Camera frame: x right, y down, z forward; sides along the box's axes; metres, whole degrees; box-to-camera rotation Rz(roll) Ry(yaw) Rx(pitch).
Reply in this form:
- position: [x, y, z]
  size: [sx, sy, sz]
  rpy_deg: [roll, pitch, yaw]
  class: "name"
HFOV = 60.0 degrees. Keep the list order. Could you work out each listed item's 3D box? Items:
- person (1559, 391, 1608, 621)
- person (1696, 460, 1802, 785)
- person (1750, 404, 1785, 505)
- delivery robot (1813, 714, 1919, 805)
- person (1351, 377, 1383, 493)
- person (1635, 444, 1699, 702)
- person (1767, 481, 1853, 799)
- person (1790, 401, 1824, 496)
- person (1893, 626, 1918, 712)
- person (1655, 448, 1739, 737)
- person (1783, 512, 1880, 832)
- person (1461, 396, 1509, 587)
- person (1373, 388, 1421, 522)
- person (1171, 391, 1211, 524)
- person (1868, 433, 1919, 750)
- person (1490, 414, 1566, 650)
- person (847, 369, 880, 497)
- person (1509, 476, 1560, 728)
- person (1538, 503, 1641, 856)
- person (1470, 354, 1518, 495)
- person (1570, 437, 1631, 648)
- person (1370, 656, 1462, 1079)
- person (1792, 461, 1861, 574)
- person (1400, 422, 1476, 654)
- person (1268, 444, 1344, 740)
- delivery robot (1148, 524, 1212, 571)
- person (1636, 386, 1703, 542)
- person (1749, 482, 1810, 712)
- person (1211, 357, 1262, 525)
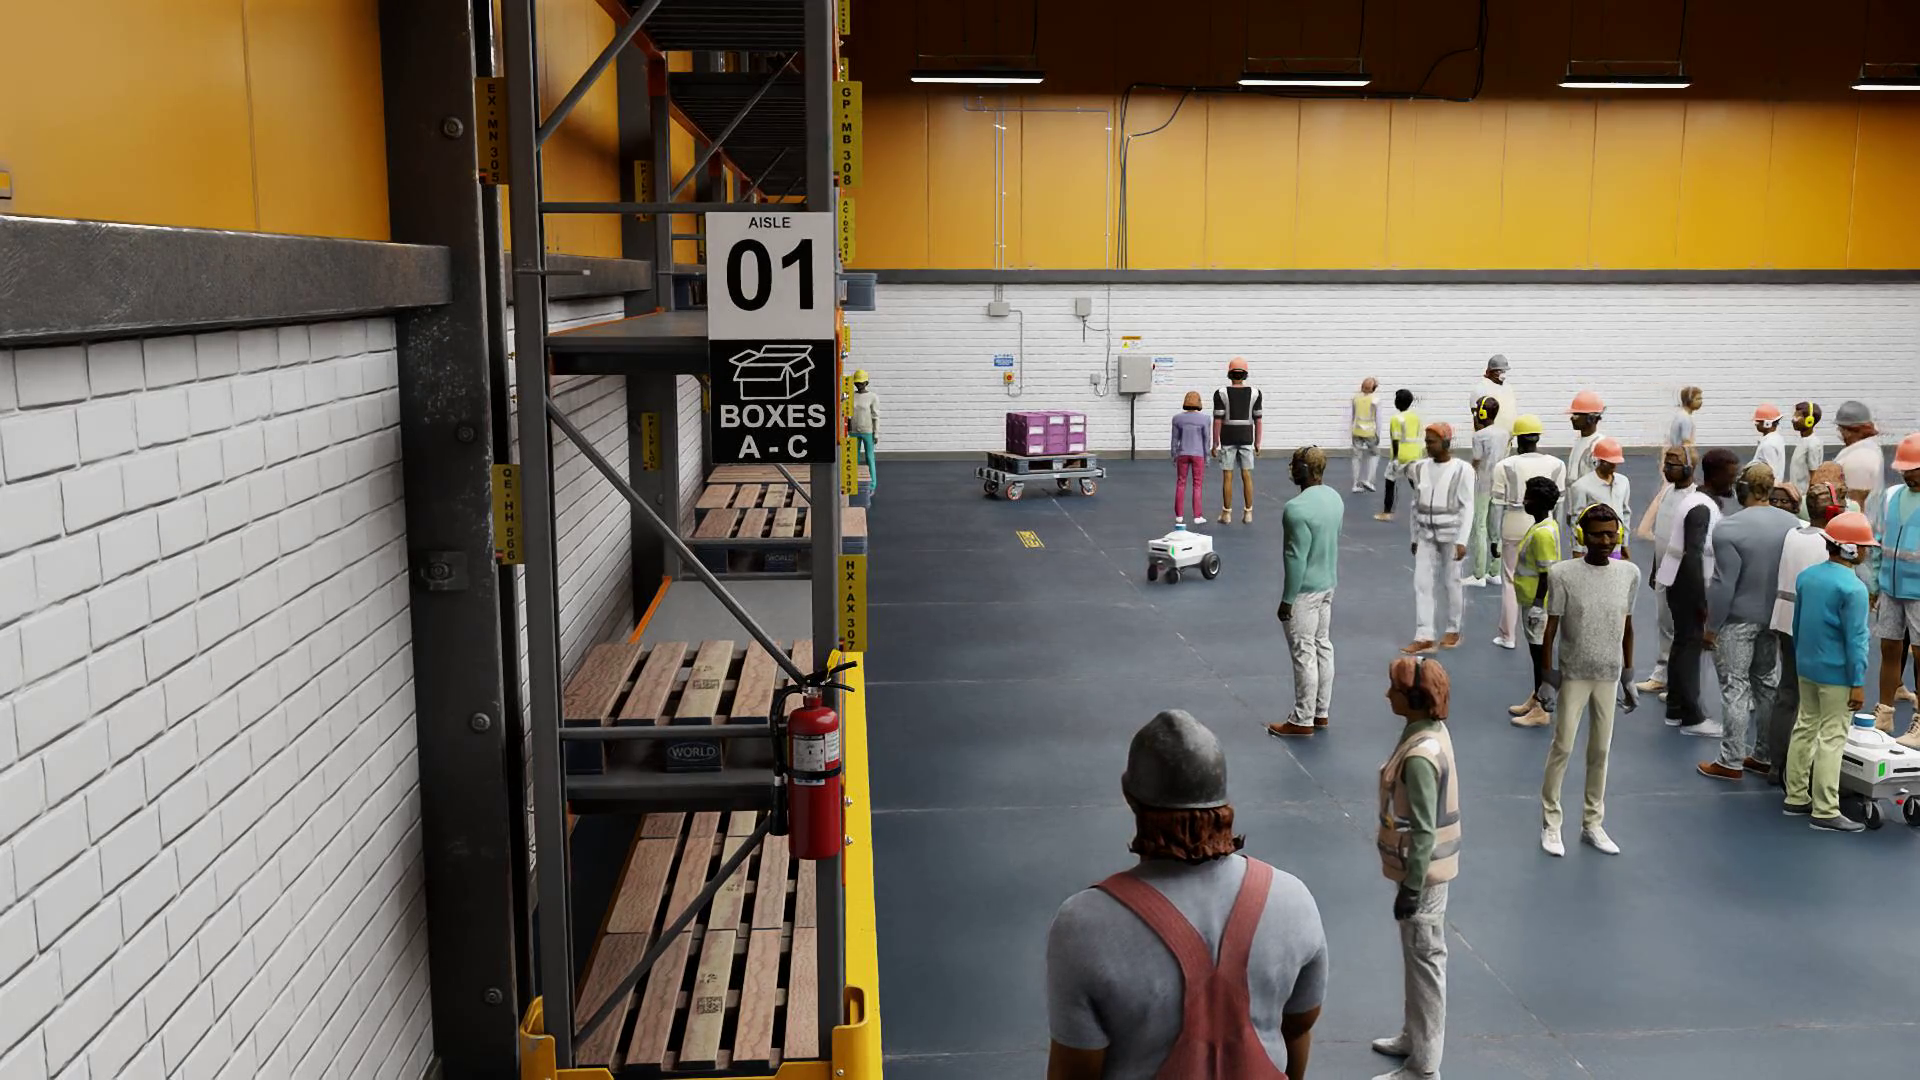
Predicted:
- position: [5.355, -0.254, 14.301]
  size: [0.390, 2.045, 0.607]
  rpy_deg: [1, 9, 4]
  class: "person"
- position: [4.714, 0.492, 9.945]
  size: [0.635, 1.937, 0.353]
  rpy_deg: [-3, 10, -20]
  class: "person"
- position: [8.095, -0.499, 16.755]
  size: [0.345, 1.746, 0.573]
  rpy_deg: [5, 10, 29]
  class: "person"
- position: [5.084, 1.226, 9.378]
  size: [0.477, 0.478, 0.707]
  rpy_deg: [-2, 9, -11]
  class: "delivery robot"
- position: [5.661, -1.459, 23.176]
  size: [0.532, 1.622, 0.424]
  rpy_deg: [9, 12, 43]
  class: "person"
- position: [5.102, 0.235, 11.849]
  size: [0.330, 1.844, 0.520]
  rpy_deg: [-2, 9, -12]
  class: "person"
- position: [4.957, 0.576, 9.702]
  size: [0.388, 1.848, 0.564]
  rpy_deg: [-2, 9, -10]
  class: "person"
- position: [7.806, -0.351, 15.443]
  size: [0.327, 1.876, 0.521]
  rpy_deg: [3, 10, 19]
  class: "person"
- position: [6.724, 0.351, 11.591]
  size: [0.318, 1.696, 0.536]
  rpy_deg: [-1, 9, -8]
  class: "person"
- position: [4.889, 0.337, 11.022]
  size: [0.529, 1.906, 0.626]
  rpy_deg: [4, 10, 23]
  class: "person"
- position: [4.815, 0.711, 9.152]
  size: [0.343, 1.749, 0.573]
  rpy_deg: [-1, 9, -4]
  class: "person"
- position: [5.134, -0.471, 16.246]
  size: [0.511, 1.862, 0.327]
  rpy_deg: [-6, 11, -34]
  class: "person"
- position: [5.470, -1.013, 20.252]
  size: [0.546, 1.670, 0.819]
  rpy_deg: [-7, 11, -38]
  class: "person"
- position: [2.826, -1.010, 20.360]
  size: [0.500, 1.628, 0.277]
  rpy_deg: [4, 10, 25]
  class: "person"
- position: [6.091, 0.327, 10.682]
  size: [0.389, 2.036, 0.605]
  rpy_deg: [-3, 10, -21]
  class: "person"
- position: [4.582, -0.061, 13.495]
  size: [0.592, 1.918, 0.397]
  rpy_deg: [0, 9, 0]
  class: "person"
- position: [-1.351, -1.464, 22.805]
  size: [0.524, 1.761, 0.338]
  rpy_deg: [3, 10, 20]
  class: "person"
- position: [3.882, 0.413, 11.198]
  size: [0.316, 1.695, 0.542]
  rpy_deg: [3, 9, 17]
  class: "person"
- position: [3.293, 0.726, 8.696]
  size: [0.532, 1.868, 0.310]
  rpy_deg: [-1, 9, -4]
  class: "person"
- position: [6.837, -1.346, 21.168]
  size: [0.682, 2.000, 0.537]
  rpy_deg: [-6, 11, -35]
  class: "person"
- position: [5.195, 0.032, 13.463]
  size: [0.574, 1.738, 0.353]
  rpy_deg: [-4, 10, -23]
  class: "person"
- position: [1.703, 1.236, 6.205]
  size: [0.315, 1.640, 0.514]
  rpy_deg: [3, 10, 18]
  class: "person"
- position: [6.559, 0.211, 12.668]
  size: [0.502, 1.632, 0.277]
  rpy_deg: [7, 11, 38]
  class: "person"
- position: [3.861, -0.007, 13.397]
  size: [0.702, 1.873, 0.615]
  rpy_deg: [-9, 13, -43]
  class: "person"
- position: [2.277, 0.336, 10.925]
  size: [0.367, 1.939, 0.635]
  rpy_deg: [7, 11, 36]
  class: "person"
- position: [2.190, 0.086, 16.533]
  size: [0.477, 0.478, 0.707]
  rpy_deg: [8, 12, 43]
  class: "delivery robot"
- position: [8.169, -0.838, 18.776]
  size: [0.987, 1.791, 0.541]
  rpy_deg: [4, 10, 21]
  class: "person"
- position: [5.578, 0.416, 11.361]
  size: [0.514, 1.641, 0.309]
  rpy_deg: [7, 12, 38]
  class: "person"
- position: [3.363, -1.206, 20.283]
  size: [0.614, 2.041, 0.393]
  rpy_deg: [-1, 9, -4]
  class: "person"
